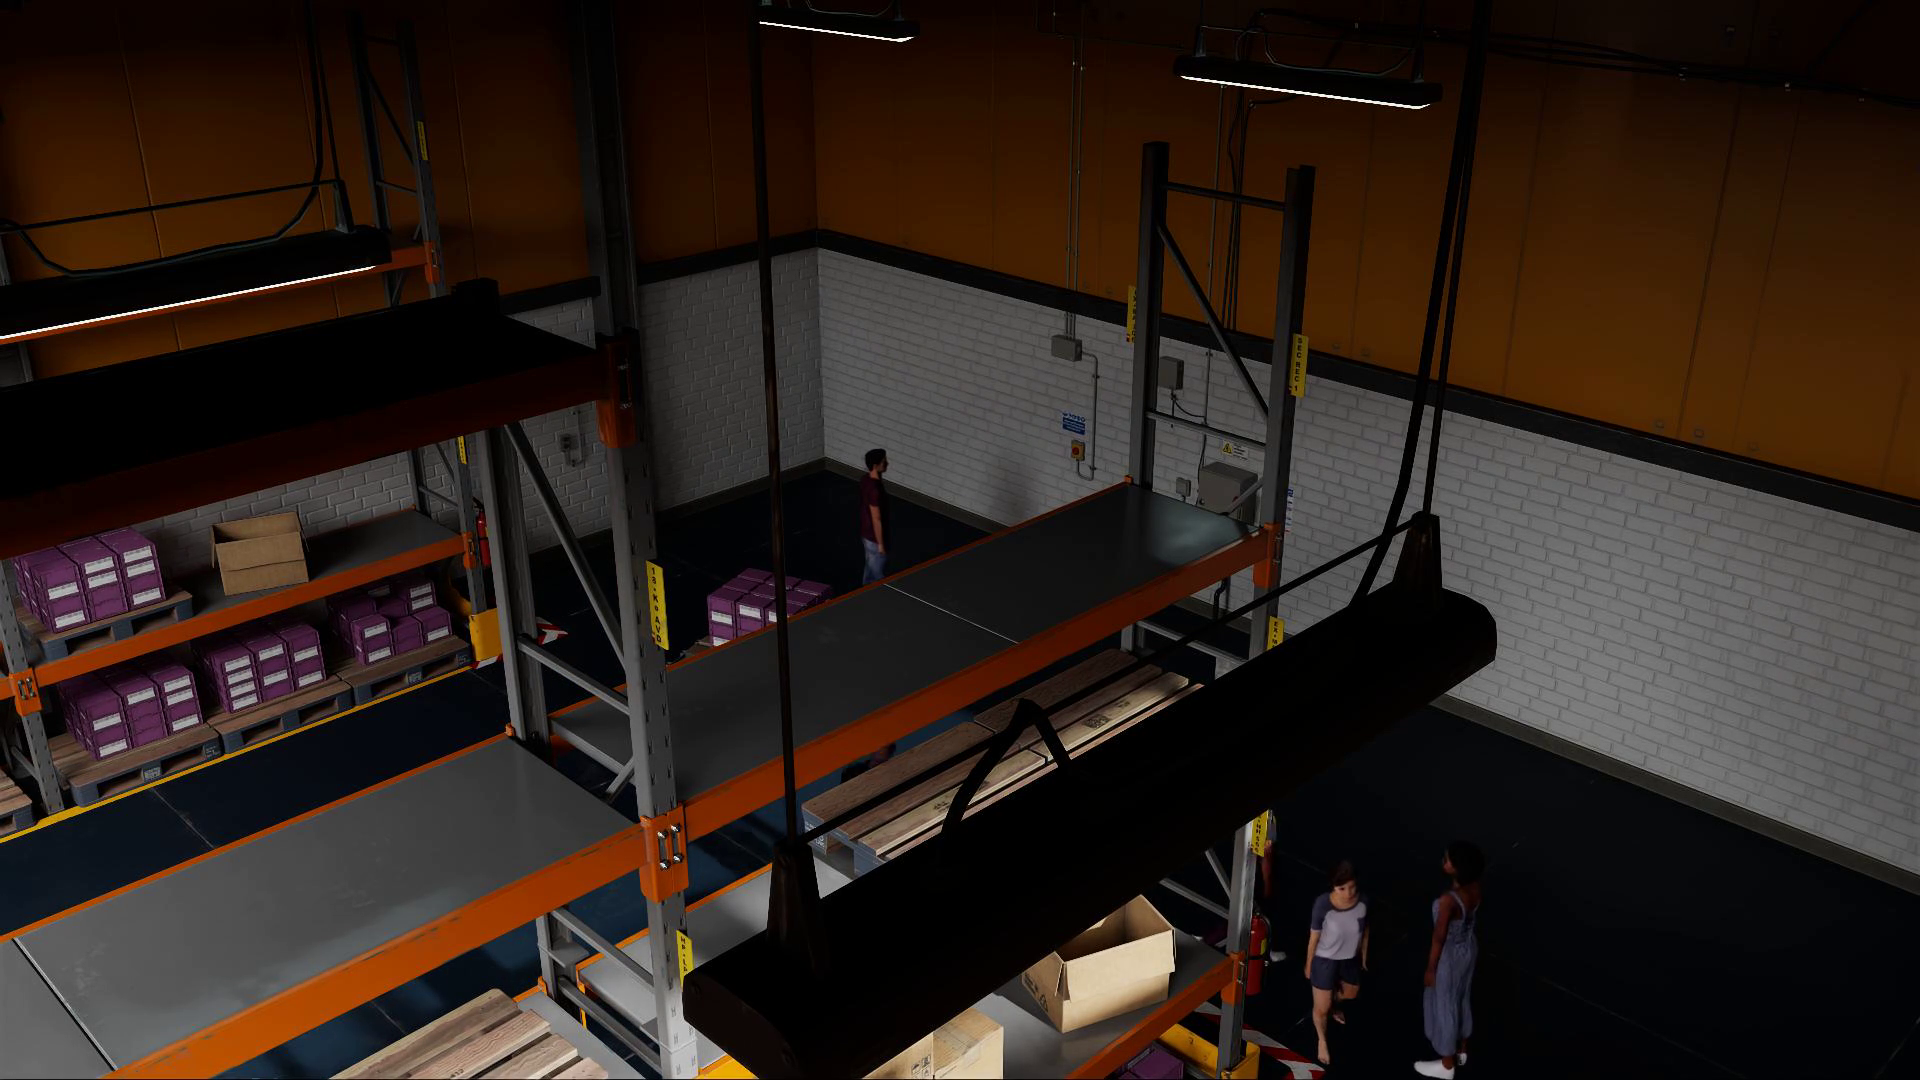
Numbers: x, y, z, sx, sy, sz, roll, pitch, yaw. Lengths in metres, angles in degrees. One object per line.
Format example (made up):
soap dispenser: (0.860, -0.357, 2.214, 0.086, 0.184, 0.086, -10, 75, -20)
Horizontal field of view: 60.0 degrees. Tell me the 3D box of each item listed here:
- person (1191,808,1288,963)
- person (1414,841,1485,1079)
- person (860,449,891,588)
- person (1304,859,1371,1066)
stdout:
person: (1.970, 2.274, 11.553, 1.031, 1.756, 0.978, 0, 24, 0)
person: (3.184, 2.687, 10.689, 0.674, 1.690, 0.494, 19, 30, 37)
person: (-0.853, -0.053, 16.756, 0.727, 1.852, 0.732, -6, 24, -13)
person: (2.444, 2.695, 10.859, 0.804, 1.540, 0.847, -9, 25, -19)
